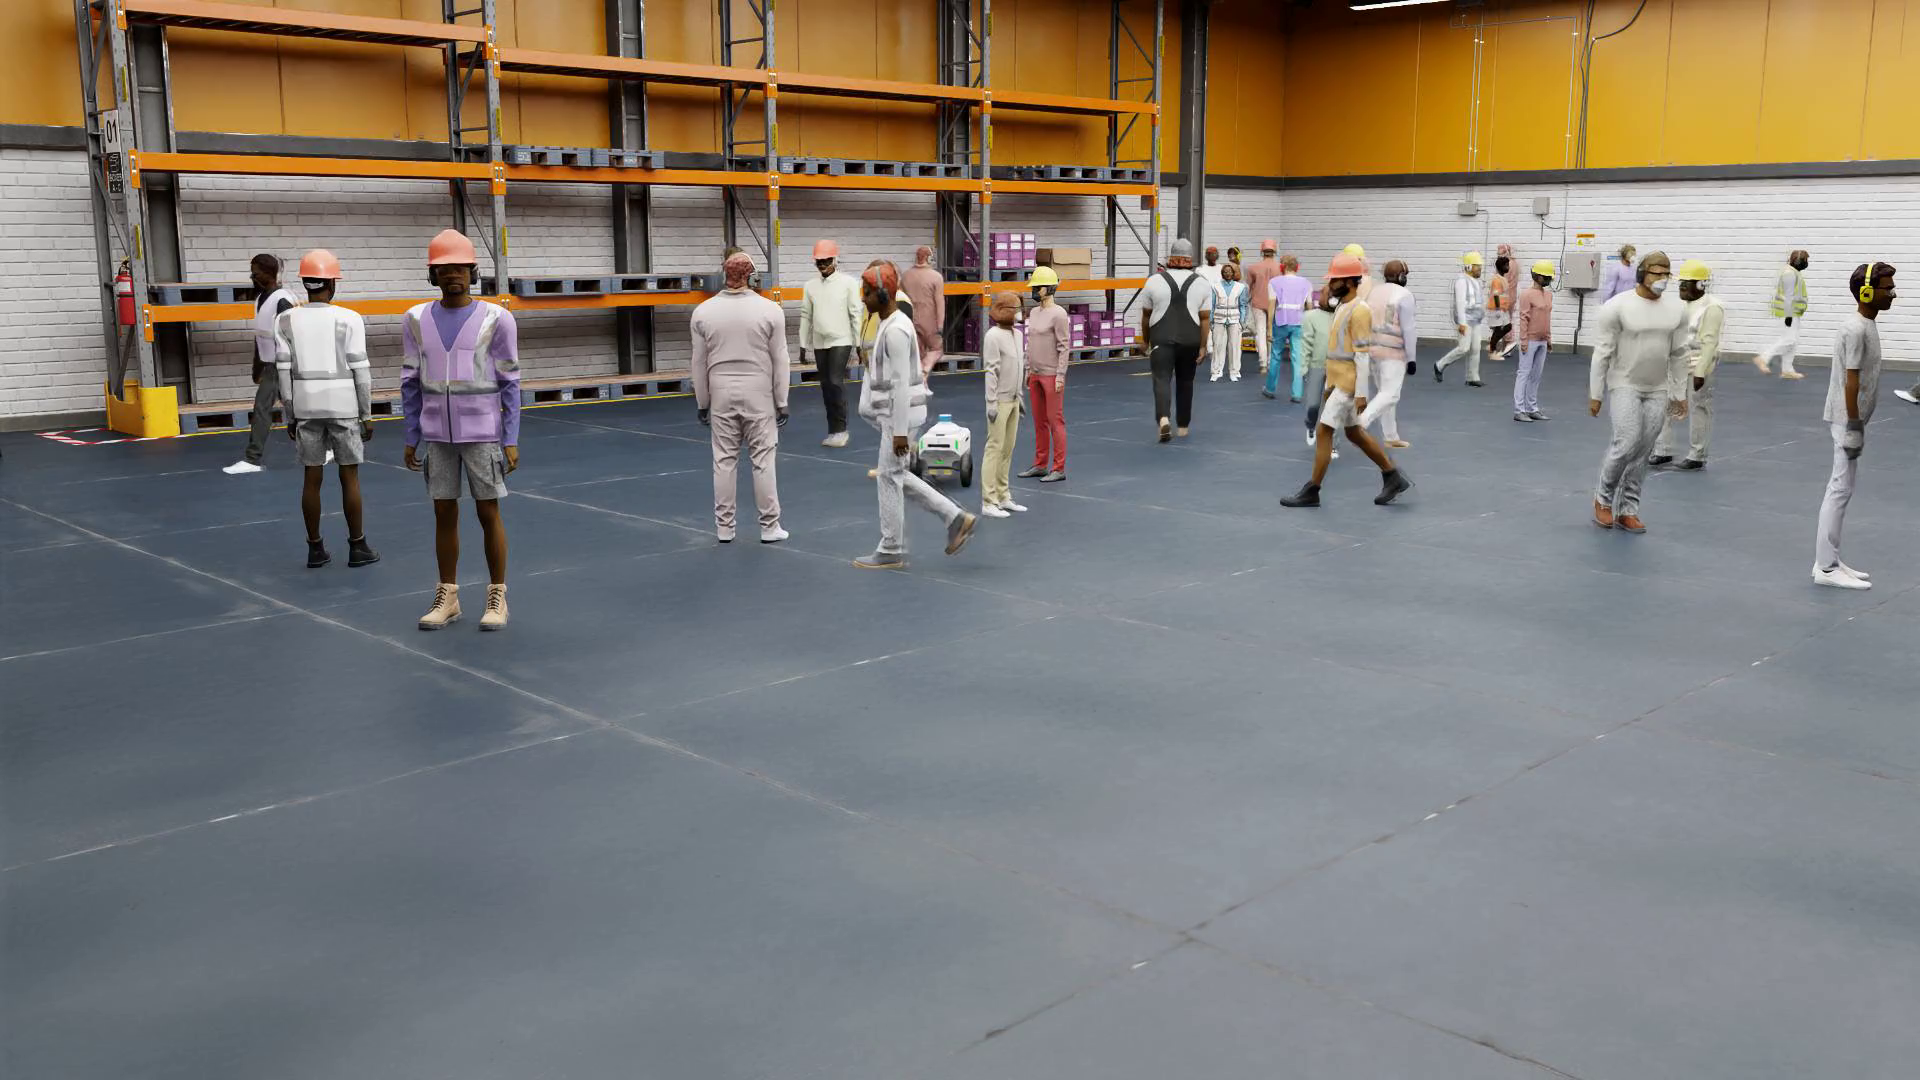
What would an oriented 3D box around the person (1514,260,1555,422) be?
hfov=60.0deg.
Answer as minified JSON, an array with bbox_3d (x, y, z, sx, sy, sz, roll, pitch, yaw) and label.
[{"bbox_3d":[6.282,-2.165,18.121,0.522,1.761,0.322,-8,13,-37],"label":"person"}]

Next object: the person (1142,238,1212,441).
[{"bbox_3d":[2.141,-2.006,16.485,0.677,2.000,0.945,1,10,4],"label":"person"}]

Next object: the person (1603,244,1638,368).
[{"bbox_3d":[10.006,-3.511,25.129,0.656,1.883,1.042,-8,13,-36],"label":"person"}]

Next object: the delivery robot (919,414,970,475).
[{"bbox_3d":[-0.122,-0.785,13.624,0.477,0.478,0.707,1,10,8],"label":"delivery robot"}]

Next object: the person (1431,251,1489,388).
[{"bbox_3d":[6.693,-2.920,22.081,0.673,1.817,0.600,9,14,40],"label":"person"}]

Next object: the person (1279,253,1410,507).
[{"bbox_3d":[2.924,-1.178,12.375,0.966,1.900,0.558,0,10,0],"label":"person"}]

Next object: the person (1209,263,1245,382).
[{"bbox_3d":[3.696,-3.013,23.067,0.513,1.641,0.309,1,10,4],"label":"person"}]

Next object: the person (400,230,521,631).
[{"bbox_3d":[-2.558,-0.549,8.516,0.615,2.047,0.357,1,10,5],"label":"person"}]

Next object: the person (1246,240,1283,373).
[{"bbox_3d":[4.525,-3.473,24.726,0.628,1.938,1.013,0,10,2],"label":"person"}]

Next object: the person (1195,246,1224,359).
[{"bbox_3d":[4.139,-3.925,27.508,0.604,1.857,0.895,-1,10,-8],"label":"person"}]

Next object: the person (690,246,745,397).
[{"bbox_3d":[-2.883,-2.698,20.673,0.994,1.904,0.625,-8,13,-36],"label":"person"}]

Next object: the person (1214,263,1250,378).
[{"bbox_3d":[3.864,-3.127,23.707,0.497,1.633,0.279,2,11,11],"label":"person"}]

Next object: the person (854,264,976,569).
[{"bbox_3d":[-0.283,-0.722,10.028,0.665,1.847,0.588,-1,10,-4],"label":"person"}]

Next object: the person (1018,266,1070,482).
[{"bbox_3d":[0.694,-1.361,13.716,0.311,1.768,0.533,-6,12,-30],"label":"person"}]

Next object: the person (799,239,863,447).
[{"bbox_3d":[-1.270,-1.861,15.855,0.661,1.975,0.569,5,12,27],"label":"person"}]

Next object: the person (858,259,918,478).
[{"bbox_3d":[-0.600,-1.430,13.925,0.467,1.824,0.637,-6,12,-28],"label":"person"}]

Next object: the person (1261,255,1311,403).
[{"bbox_3d":[4.006,-2.584,20.366,0.592,1.775,0.919,-1,10,-8],"label":"person"}]

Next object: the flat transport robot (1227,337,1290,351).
[{"bbox_3d":[5.290,-3.456,29.219,0.652,0.197,1.431,7,12,33],"label":"flat transport robot"}]

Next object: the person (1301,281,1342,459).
[{"bbox_3d":[3.376,-1.579,15.300,0.506,1.616,0.609,1,10,5],"label":"person"}]

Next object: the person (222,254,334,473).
[{"bbox_3d":[-5.893,-1.536,14.395,1.004,1.873,0.610,-8,13,-36],"label":"person"}]

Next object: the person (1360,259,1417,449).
[{"bbox_3d":[3.928,-1.721,15.604,0.794,1.808,0.644,-5,11,-24],"label":"person"}]

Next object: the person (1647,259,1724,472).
[{"bbox_3d":[6.137,-1.472,14.179,0.639,1.810,0.627,-2,11,-13],"label":"person"}]

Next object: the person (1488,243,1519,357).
[{"bbox_3d":[9.027,-3.974,27.634,0.430,1.884,0.696,7,12,33],"label":"person"}]

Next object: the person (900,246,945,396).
[{"bbox_3d":[-0.472,-2.722,20.808,0.648,1.891,0.537,7,12,32],"label":"person"}]

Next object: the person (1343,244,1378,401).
[{"bbox_3d":[4.258,-2.251,18.126,0.595,1.925,0.374,-6,12,-29],"label":"person"}]

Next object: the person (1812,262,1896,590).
[{"bbox_3d":[5.187,-0.664,9.631,0.335,1.873,0.520,6,12,29],"label":"person"}]

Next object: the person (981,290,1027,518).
[{"bbox_3d":[0.326,-0.988,12.041,0.266,1.631,0.507,5,12,27],"label":"person"}]

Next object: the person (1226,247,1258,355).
[{"bbox_3d":[4.816,-4.052,28.211,0.683,1.835,0.586,-9,14,-40],"label":"person"}]

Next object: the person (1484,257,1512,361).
[{"bbox_3d":[8.700,-3.716,26.780,0.373,1.681,0.546,6,12,30],"label":"person"}]

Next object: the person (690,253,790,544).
[{"bbox_3d":[-1.427,-0.923,10.948,0.659,1.907,0.402,1,10,8],"label":"person"}]

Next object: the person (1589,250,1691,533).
[{"bbox_3d":[4.611,-0.995,11.290,0.643,1.920,0.417,-2,11,-10],"label":"person"}]

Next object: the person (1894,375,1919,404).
[{"bbox_3d":[11.657,-2.510,19.668,0.611,1.876,0.965,-5,12,-28],"label":"person"}]

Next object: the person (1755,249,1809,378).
[{"bbox_3d":[11.695,-3.193,23.545,0.542,1.823,0.630,7,12,33],"label":"person"}]

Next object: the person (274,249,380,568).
[{"bbox_3d":[-3.846,-0.789,10.128,0.546,1.937,0.362,-1,10,-3],"label":"person"}]

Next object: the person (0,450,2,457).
[{"bbox_3d":[-8.987,-1.681,14.989,0.377,1.938,0.547,5,12,26],"label":"person"}]
